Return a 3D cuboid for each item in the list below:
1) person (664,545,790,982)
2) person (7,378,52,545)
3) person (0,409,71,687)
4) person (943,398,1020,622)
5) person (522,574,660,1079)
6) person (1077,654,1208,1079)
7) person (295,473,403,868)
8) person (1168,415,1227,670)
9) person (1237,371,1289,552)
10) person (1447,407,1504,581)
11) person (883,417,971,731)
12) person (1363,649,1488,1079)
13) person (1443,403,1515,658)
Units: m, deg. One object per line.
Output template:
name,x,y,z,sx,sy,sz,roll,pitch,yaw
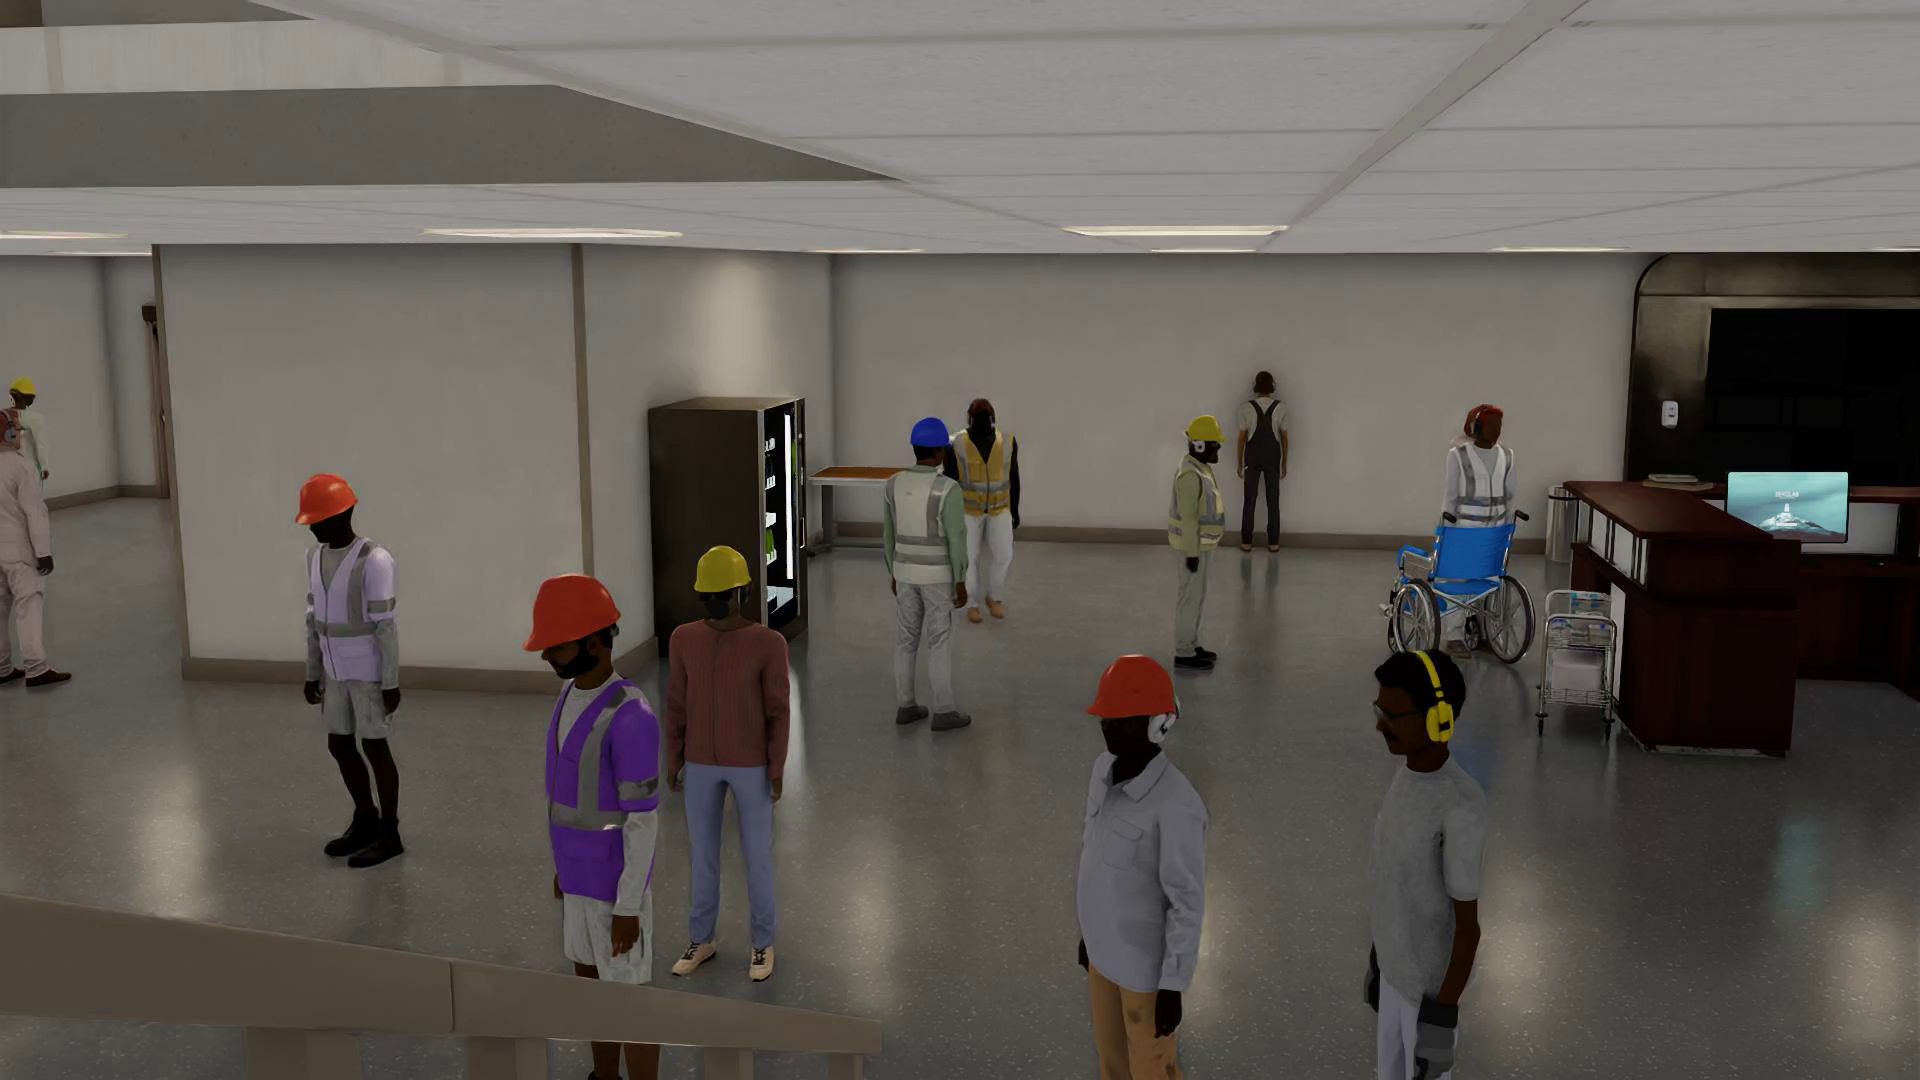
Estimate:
person,-0.937,0.894,6.683,0.524,1.769,0.309,2,9,11
person,-9.578,-0.779,17.025,0.547,1.751,0.414,2,9,14
person,-6.485,0.056,11.409,0.650,1.907,0.409,3,10,16
person,0.174,-0.234,13.457,0.656,1.825,0.459,-2,9,-11
person,-1.150,1.050,5.214,0.374,1.928,0.542,-7,11,-36
person,0.496,1.190,4.873,0.319,1.755,0.573,-4,10,-23
person,-2.915,0.623,7.919,0.551,1.913,0.435,5,11,30
person,1.699,0.015,11.933,0.403,1.825,0.603,2,10,15
person,3.060,-0.786,16.820,0.506,1.838,0.338,1,9,7
person,4.652,-0.391,15.045,0.504,1.627,0.285,6,11,32
person,-0.200,0.212,10.322,0.613,1.947,0.388,7,11,36
person,1.209,1.202,4.478,0.329,1.864,0.508,-1,9,-6
person,3.827,-0.066,12.259,0.581,1.880,0.352,-3,10,-16
